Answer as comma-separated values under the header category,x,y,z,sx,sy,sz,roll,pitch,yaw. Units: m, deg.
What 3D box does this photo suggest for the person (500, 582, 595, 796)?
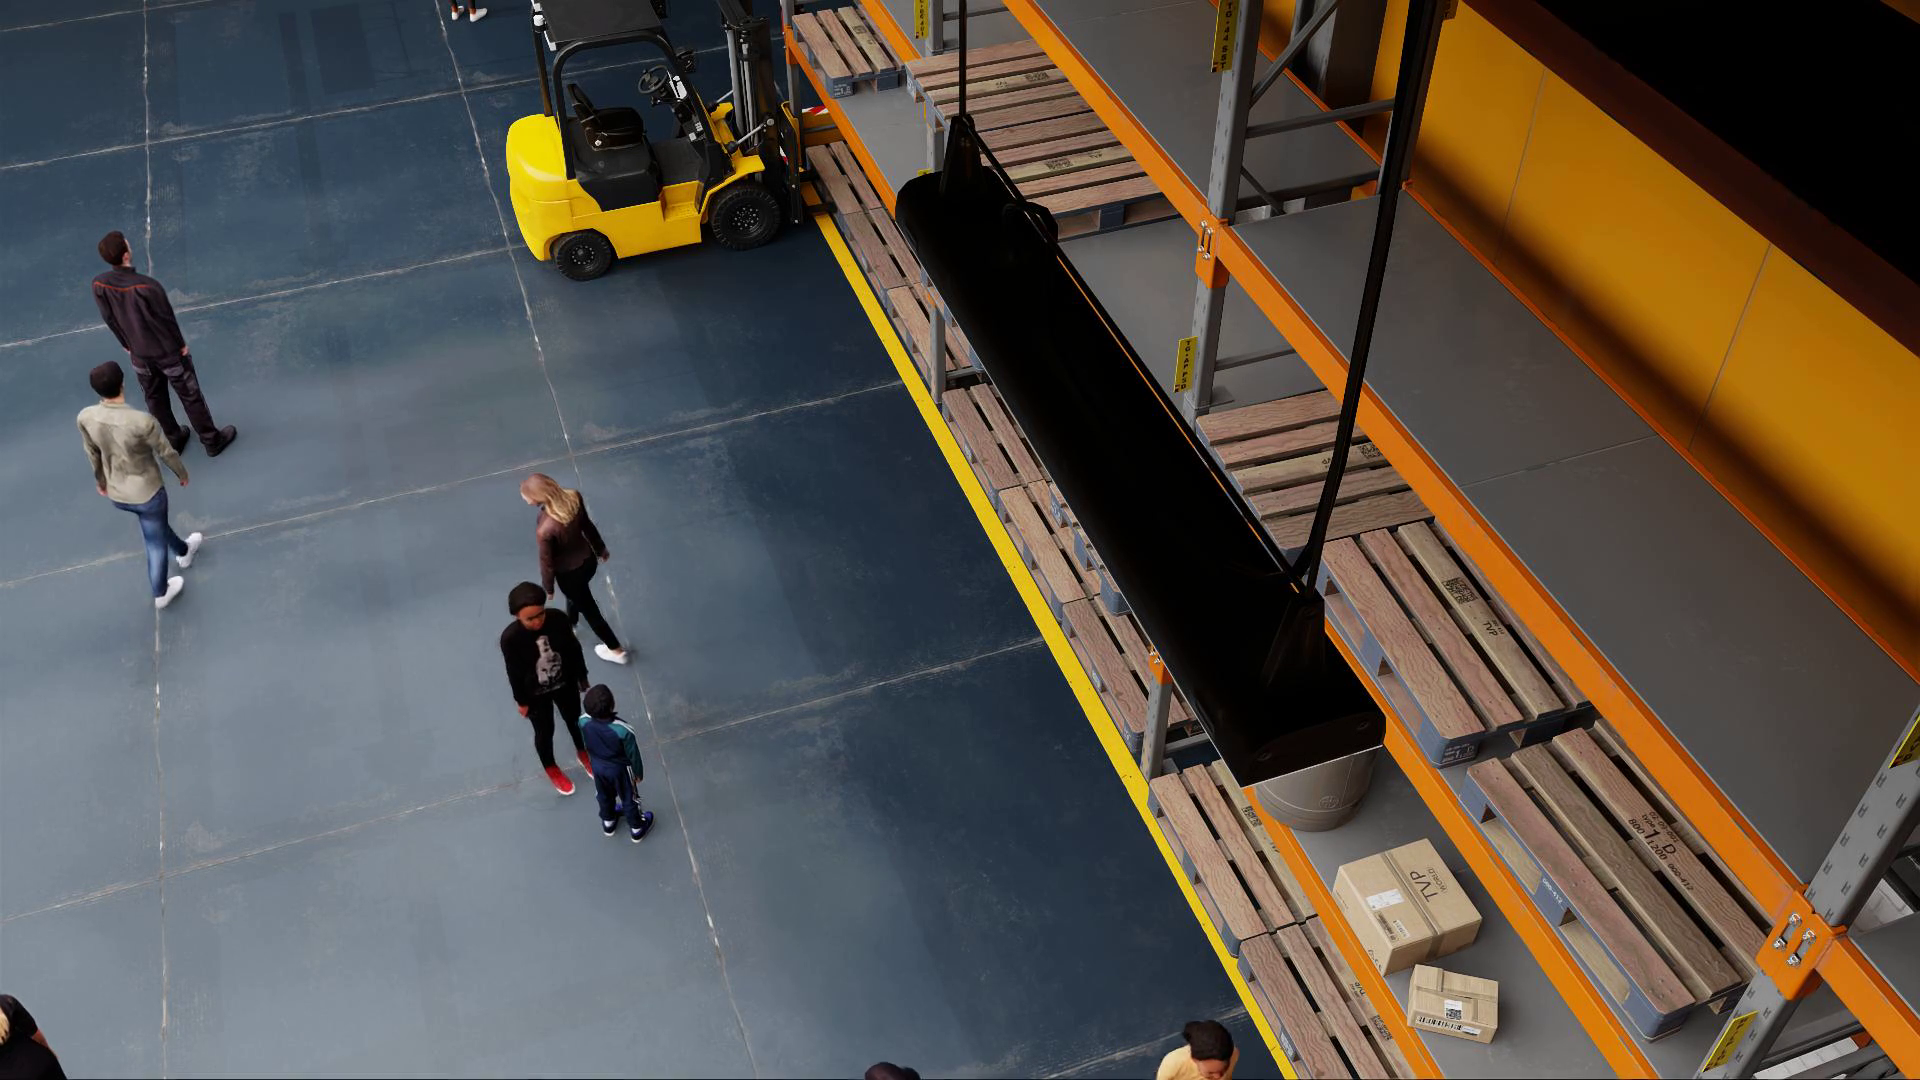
category,x,y,z,sx,sy,sz,roll,pitch,yaw
person,-2.488,0.848,9.916,0.661,1.671,0.648,-26,50,-25

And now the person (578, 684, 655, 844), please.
category,x,y,z,sx,sy,sz,roll,pitch,yaw
person,-2.037,1.306,9.737,0.571,1.255,0.613,12,45,12

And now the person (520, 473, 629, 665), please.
category,x,y,z,sx,sy,sz,roll,pitch,yaw
person,-2.376,0.227,10.571,1.034,1.666,0.996,16,46,16

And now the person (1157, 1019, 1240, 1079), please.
category,x,y,z,sx,sy,sz,roll,pitch,yaw
person,1.048,2.672,8.030,0.636,1.632,0.766,-8,44,-8

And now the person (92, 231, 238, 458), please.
category,x,y,z,sx,sy,sz,roll,pitch,yaw
person,-5.850,-1.406,12.105,0.771,1.915,0.748,3,44,3

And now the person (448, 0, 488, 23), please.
category,x,y,z,sx,sy,sz,roll,pitch,yaw
person,-5.330,-6.255,17.390,0.653,1.645,0.683,10,45,11

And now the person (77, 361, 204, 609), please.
category,x,y,z,sx,sy,sz,roll,pitch,yaw
person,-5.467,-0.269,10.974,0.970,1.829,1.082,5,44,5
